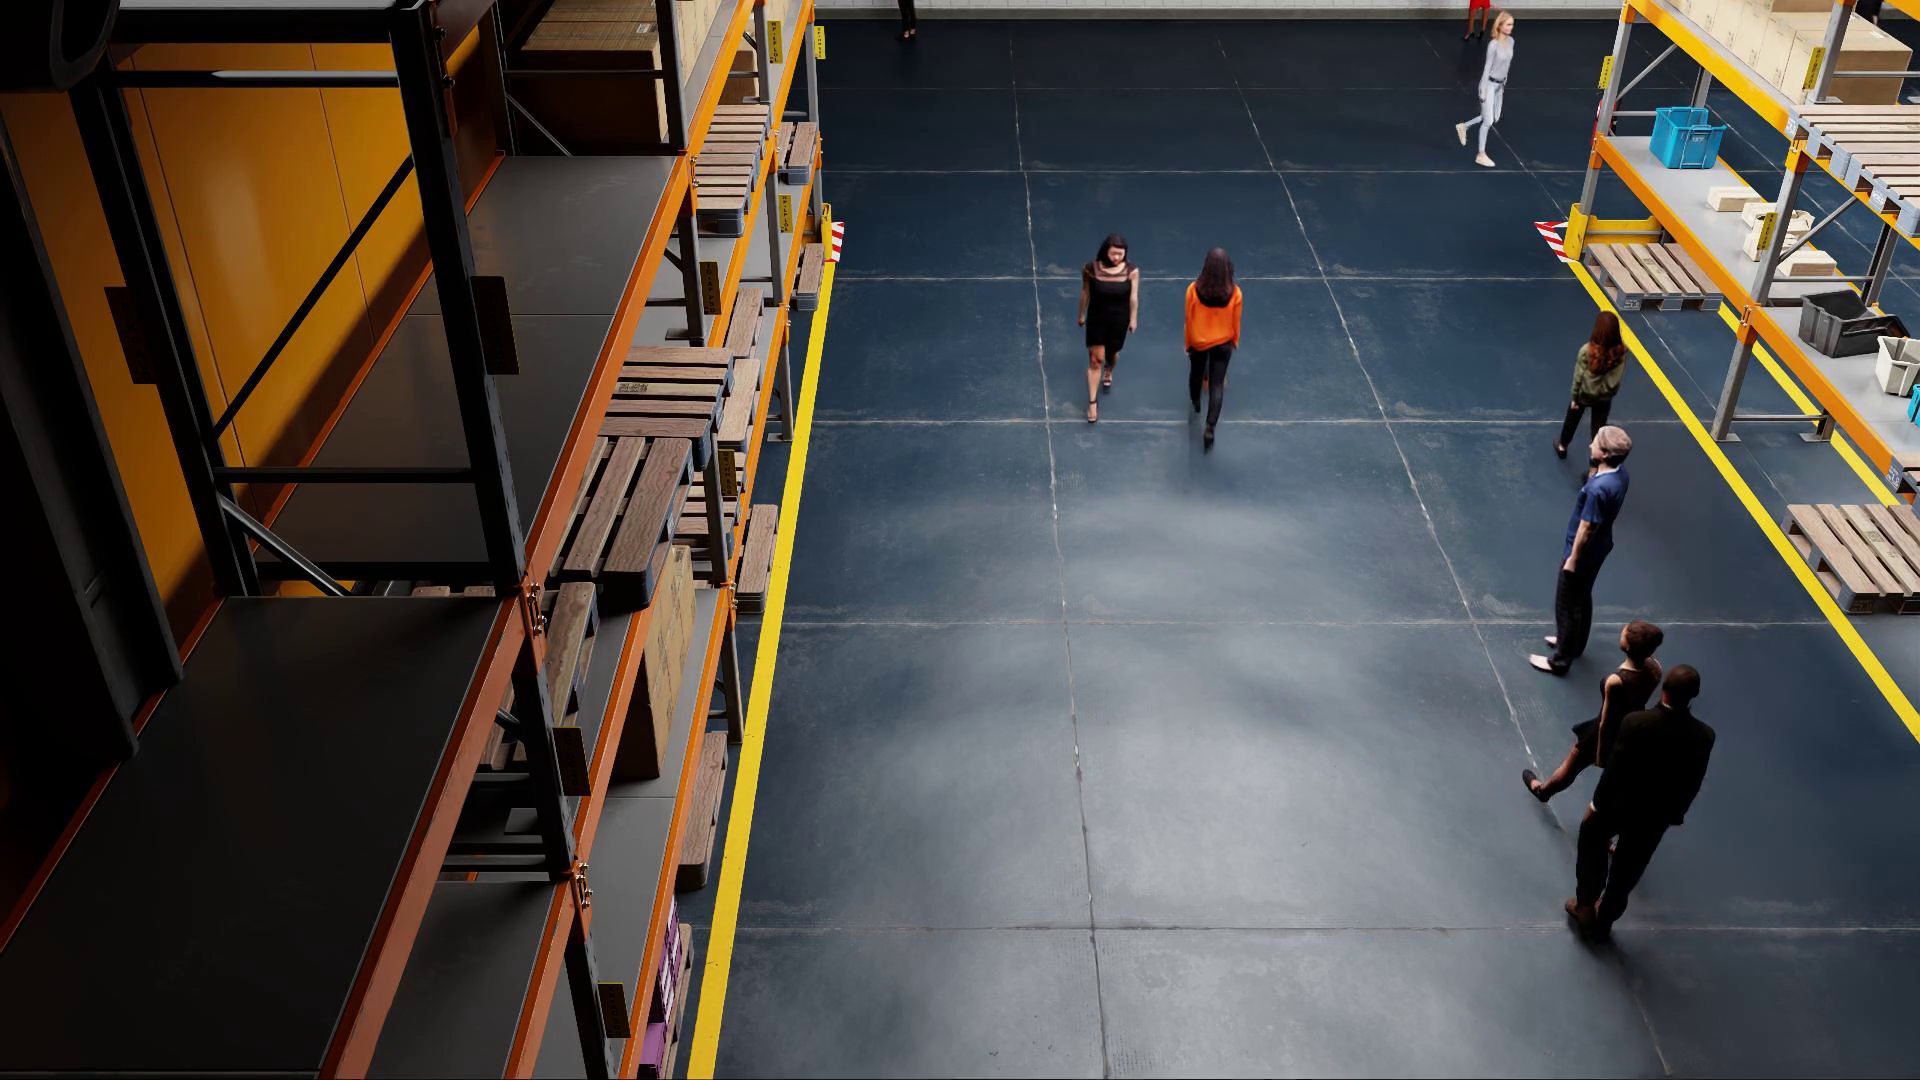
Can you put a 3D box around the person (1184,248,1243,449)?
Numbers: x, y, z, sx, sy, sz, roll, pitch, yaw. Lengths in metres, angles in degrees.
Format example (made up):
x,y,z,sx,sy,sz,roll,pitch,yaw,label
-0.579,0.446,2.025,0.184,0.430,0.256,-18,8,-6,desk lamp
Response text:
x,y,z,sx,sy,sz,roll,pitch,yaw,label
2.116,-1.585,13.982,0.771,1.702,1.114,6,34,9,person

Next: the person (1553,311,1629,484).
x,y,z,sx,sy,sz,roll,pitch,yaw,label
5.187,-1.127,13.526,0.621,1.443,0.990,2,34,2,person

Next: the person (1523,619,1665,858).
x,y,z,sx,sy,sz,roll,pitch,yaw,label
3.943,1.224,9.815,0.839,1.636,1.143,-12,35,-17,person

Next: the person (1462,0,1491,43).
x,y,z,sx,sy,sz,roll,pitch,yaw,label
7.400,-7.957,23.527,0.616,1.747,0.580,-9,35,-13,person

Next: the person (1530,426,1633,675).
x,y,z,sx,sy,sz,roll,pitch,yaw,label
4.285,0.069,11.344,0.798,1.867,0.688,20,39,28,person

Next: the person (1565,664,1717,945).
x,y,z,sx,sy,sz,roll,pitch,yaw,label
3.740,1.525,9.136,0.775,1.887,0.735,8,34,12,person

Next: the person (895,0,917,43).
x,y,z,sx,sy,sz,roll,pitch,yaw,label
-0.765,-7.830,23.574,0.672,1.483,0.591,24,41,32,person

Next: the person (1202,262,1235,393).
x,y,z,sx,sy,sz,roll,pitch,yaw,label
2.311,-1.934,14.917,0.558,1.248,0.580,-16,37,-22,person

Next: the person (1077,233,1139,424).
x,y,z,sx,sy,sz,roll,pitch,yaw,label
1.289,-1.922,14.519,0.710,1.669,1.052,2,34,3,person

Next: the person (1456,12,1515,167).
x,y,z,sx,sy,sz,roll,pitch,yaw,label
6.174,-5.314,19.518,0.886,1.783,1.007,-20,39,-28,person
